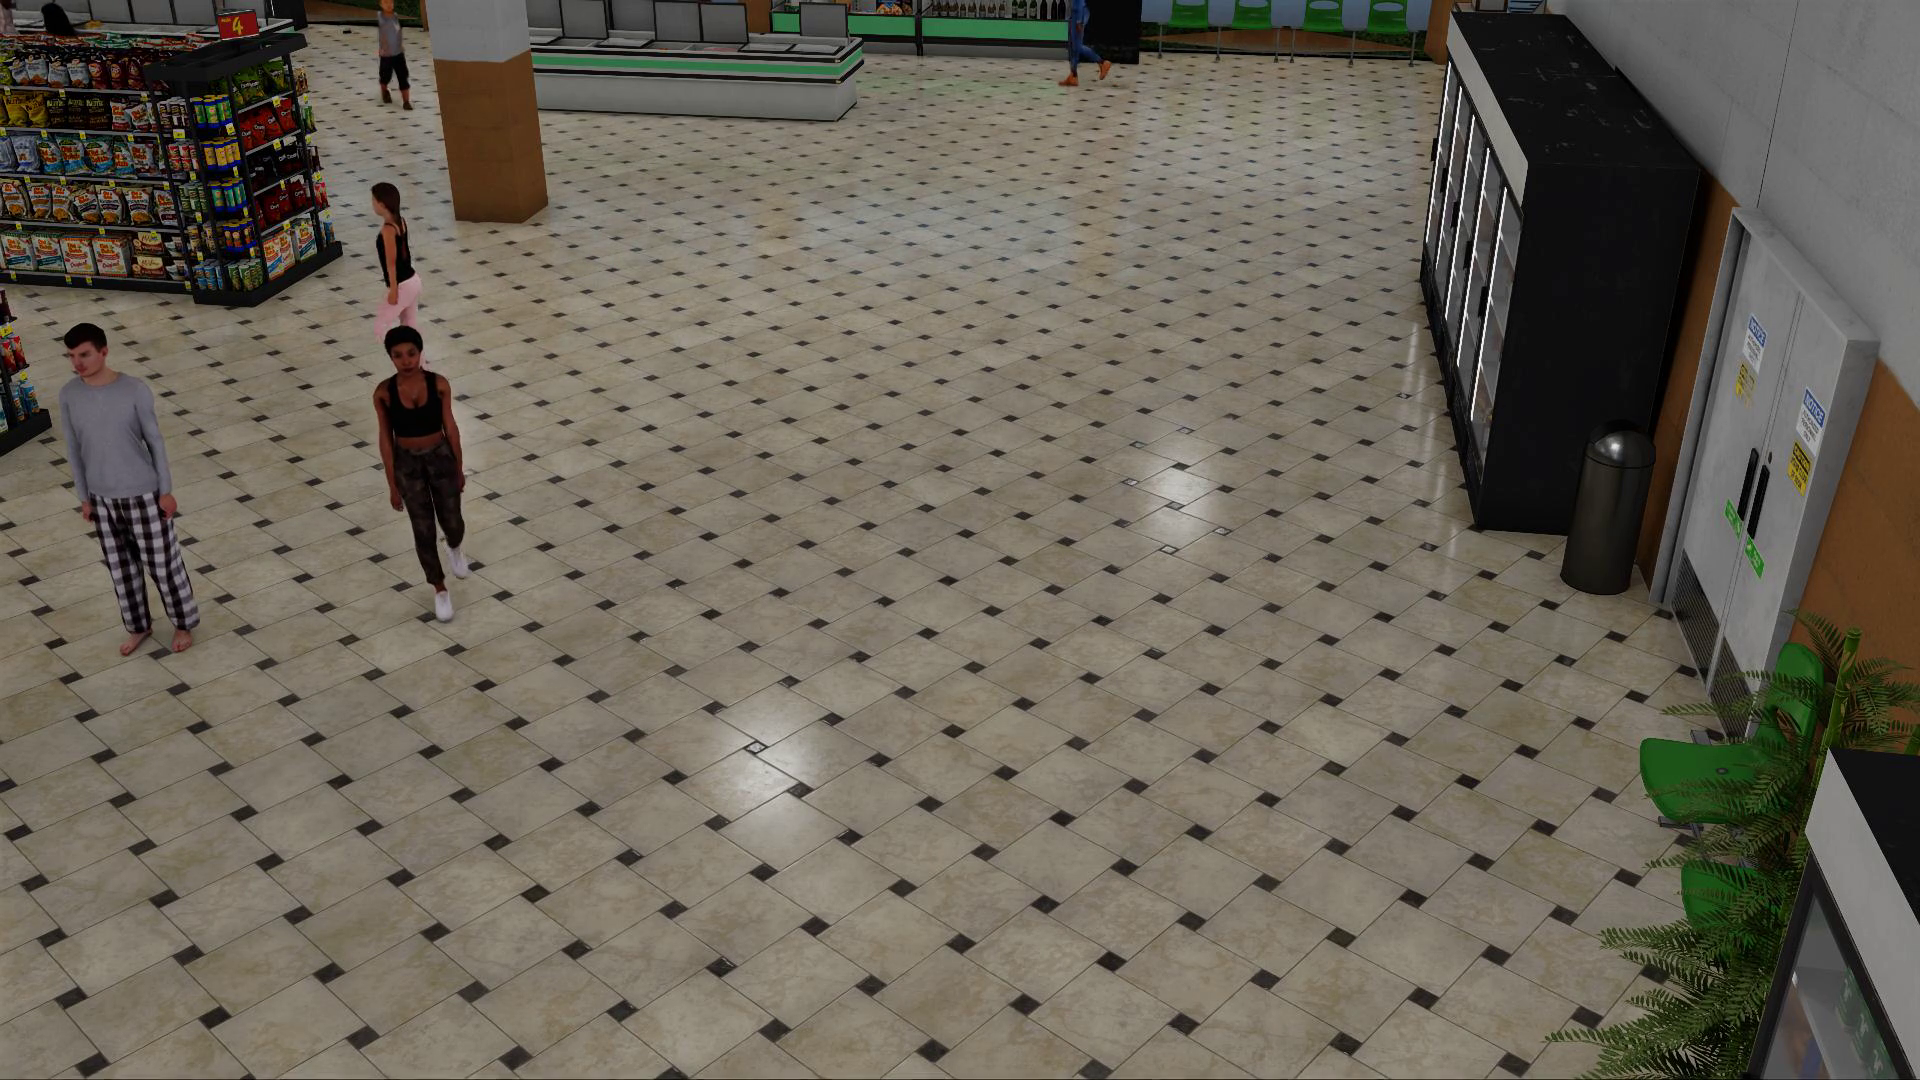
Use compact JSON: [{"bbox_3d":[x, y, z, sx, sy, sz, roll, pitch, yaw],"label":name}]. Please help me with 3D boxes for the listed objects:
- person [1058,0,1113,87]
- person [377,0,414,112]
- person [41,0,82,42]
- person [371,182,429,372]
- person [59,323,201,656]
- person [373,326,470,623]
[{"bbox_3d":[1.650,-6.771,21.714,0.950,1.695,0.671,2,27,4],"label":"person"},{"bbox_3d":[-7.158,-6.165,20.813,0.991,1.429,1.051,-18,32,-31],"label":"person"},{"bbox_3d":[-9.346,-4.772,17.736,1.214,1.727,0.925,17,32,30],"label":"person"},{"bbox_3d":[-4.014,-1.825,12.122,0.573,1.550,0.550,2,27,4],"label":"person"},{"bbox_3d":[-4.368,-0.265,8.717,0.575,1.847,0.746,-2,27,-5],"label":"person"},{"bbox_3d":[-2.954,-0.405,9.164,0.813,1.692,0.827,-9,28,-16],"label":"person"}]
